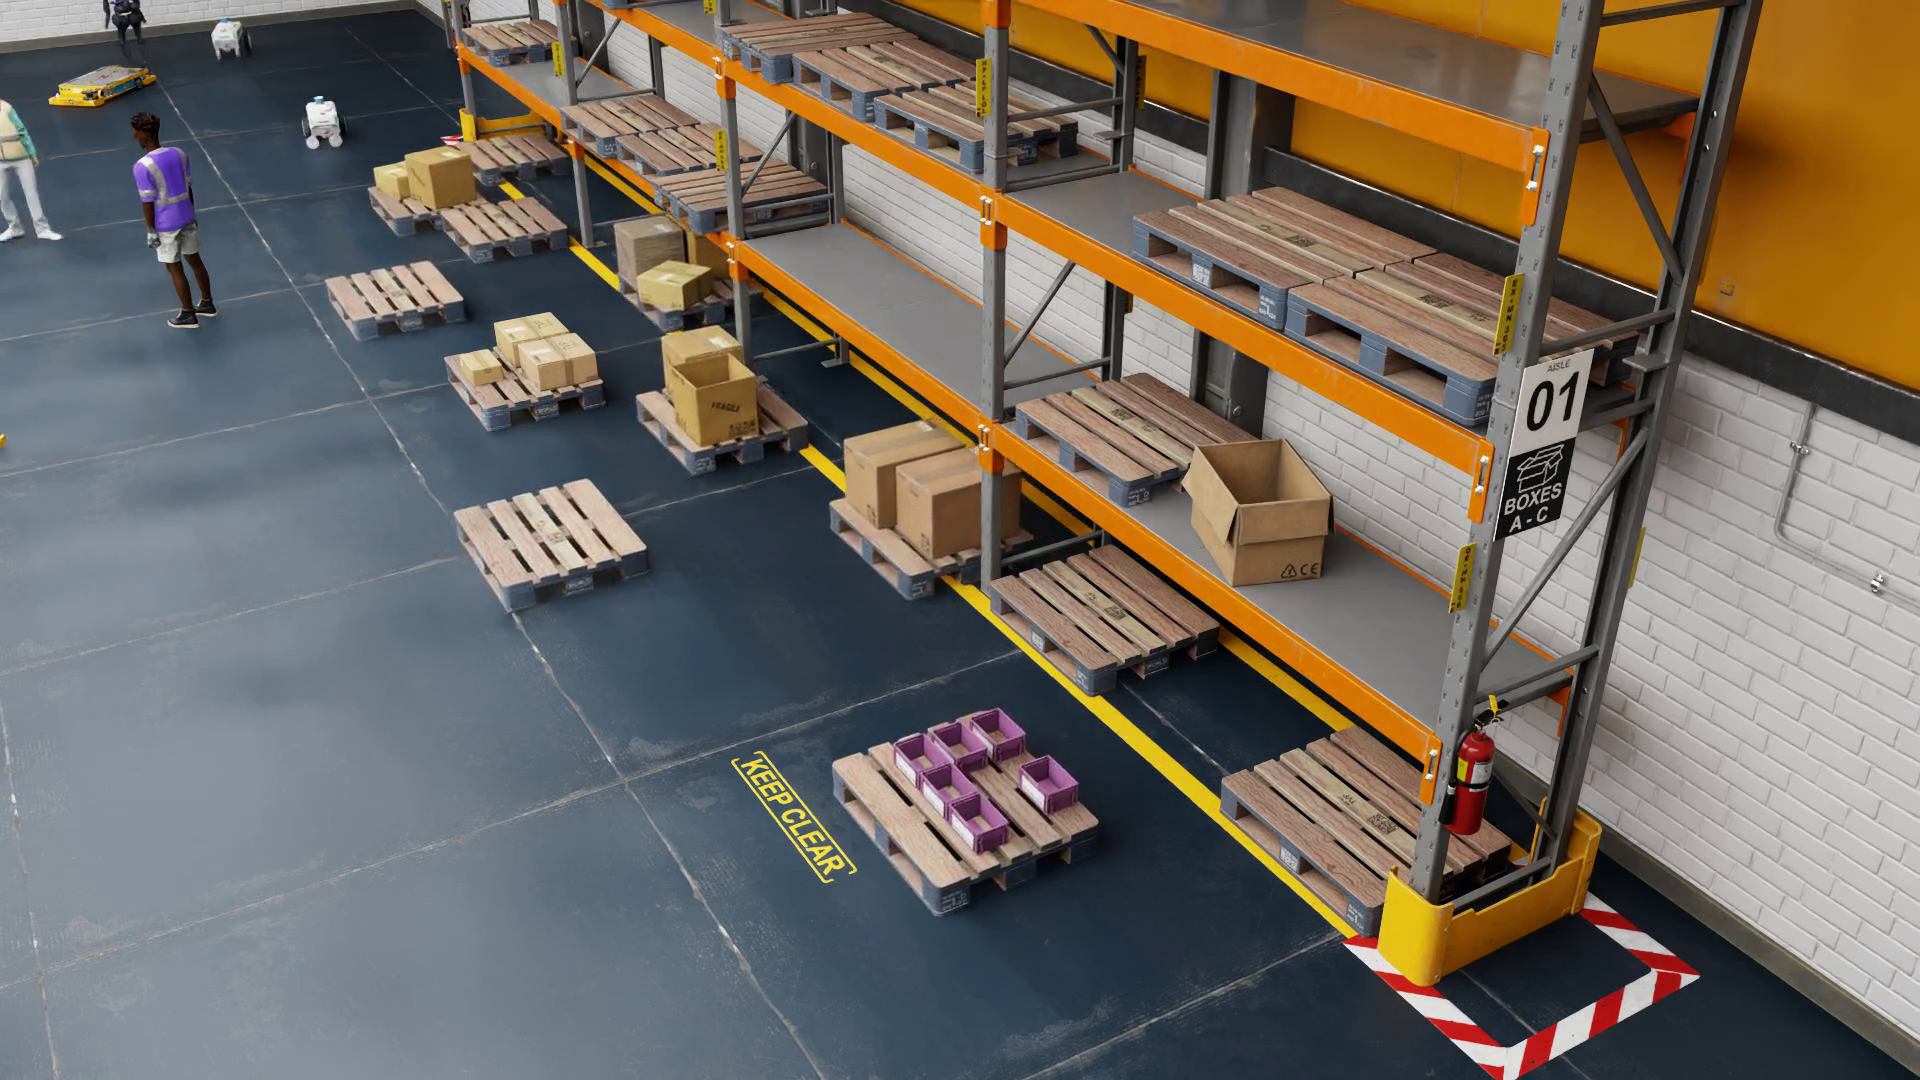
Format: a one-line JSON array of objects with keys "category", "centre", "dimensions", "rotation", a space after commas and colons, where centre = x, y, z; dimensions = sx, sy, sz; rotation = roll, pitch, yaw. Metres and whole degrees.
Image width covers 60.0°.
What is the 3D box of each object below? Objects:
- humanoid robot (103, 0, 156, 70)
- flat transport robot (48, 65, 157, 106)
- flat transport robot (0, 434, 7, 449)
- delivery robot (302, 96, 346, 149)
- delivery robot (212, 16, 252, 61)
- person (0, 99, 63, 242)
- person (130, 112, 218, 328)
[{"category": "humanoid robot", "centre": [-11.651, -7.363, 23.209], "dimensions": [0.377, 1.641, 0.598], "rotation": [15, 33, 24]}, {"category": "flat transport robot", "centre": [-11.570, -6.129, 22.453], "dimensions": [0.659, 0.231, 1.431], "rotation": [4, 30, 8]}, {"category": "flat transport robot", "centre": [-7.814, -0.489, 12.495], "dimensions": [0.659, 0.231, 1.431], "rotation": [-2, 30, -4]}, {"category": "delivery robot", "centre": [-7.830, -5.145, 20.417], "dimensions": [0.525, 0.587, 0.755], "rotation": [-11, 31, -19]}, {"category": "delivery robot", "centre": [-10.695, -7.345, 24.326], "dimensions": [0.499, 0.612, 0.805], "rotation": [-7, 30, -12]}, {"category": "person", "centre": [-9.719, -3.868, 17.026], "dimensions": [0.647, 1.686, 0.372], "rotation": [-9, 31, -16]}, {"category": "person", "centre": [-7.121, -2.884, 15.015], "dimensions": [0.370, 1.960, 0.603], "rotation": [9, 31, 15]}]
